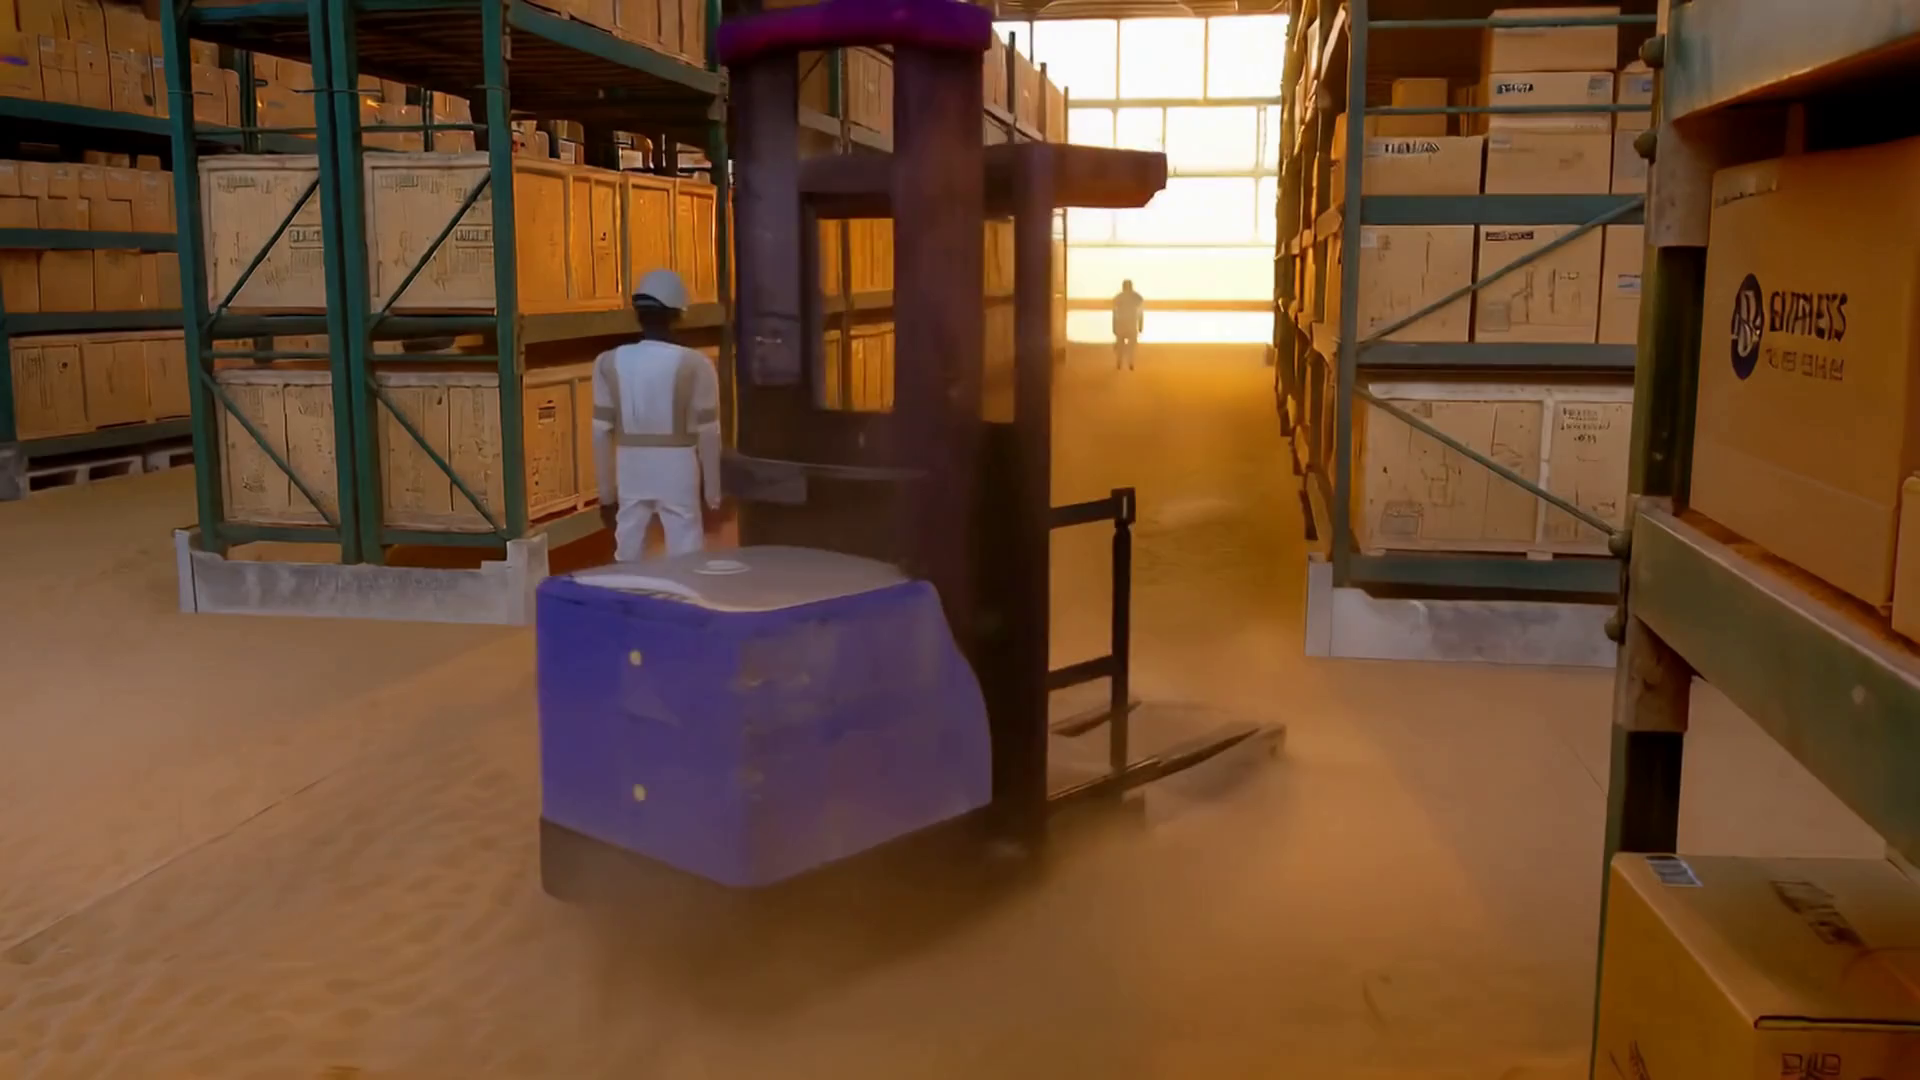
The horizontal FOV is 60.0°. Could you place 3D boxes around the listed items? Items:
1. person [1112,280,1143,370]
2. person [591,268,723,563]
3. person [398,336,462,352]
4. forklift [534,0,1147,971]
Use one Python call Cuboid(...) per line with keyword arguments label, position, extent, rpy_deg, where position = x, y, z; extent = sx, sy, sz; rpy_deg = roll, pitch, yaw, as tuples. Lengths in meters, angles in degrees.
Cuboid(label="person", position=(3.489, -4.467, 34.587), extent=(0.666, 1.863, 1.003), rpy_deg=(-1, 9, -5))
Cuboid(label="person", position=(-1.400, -0.243, 7.793), extent=(0.613, 2.039, 0.393), rpy_deg=(1, 9, 8))
Cuboid(label="person", position=(-4.584, -1.205, 14.423), extent=(0.580, 1.826, 0.587), rpy_deg=(1, 9, 8))
Cuboid(label="forklift", position=(-0.363, -0.280, 5.424), extent=(1.129, 2.768, 1.873), rpy_deg=(8, 12, 41))
